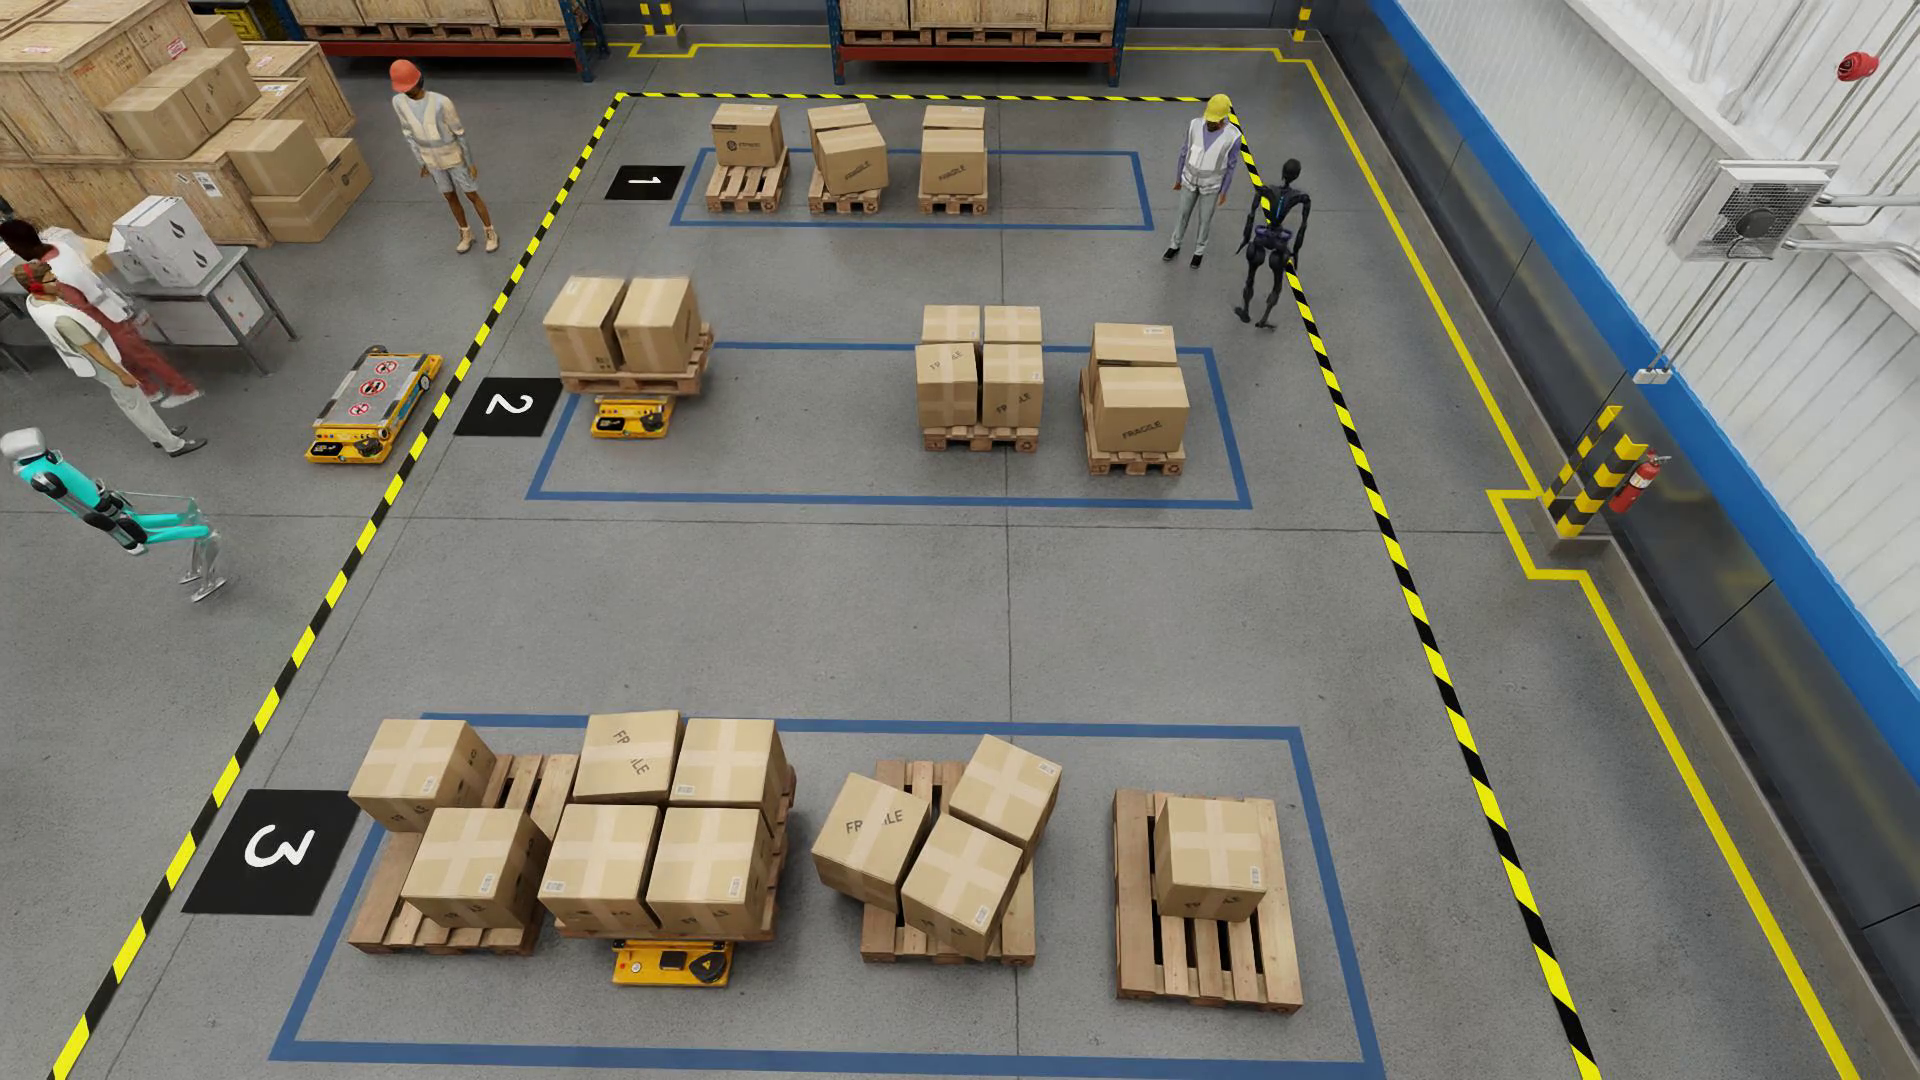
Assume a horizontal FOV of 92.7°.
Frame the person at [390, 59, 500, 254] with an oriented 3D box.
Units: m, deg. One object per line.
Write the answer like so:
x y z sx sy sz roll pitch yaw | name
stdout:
-5.378 -3.953 9.557 0.604 2.035 0.381 -1 50 -1 | person

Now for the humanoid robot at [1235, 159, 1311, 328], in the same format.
2.982 -2.805 8.822 0.603 1.646 0.467 20 53 16 | humanoid robot

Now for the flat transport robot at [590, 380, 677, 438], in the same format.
-2.976 -1.524 8.638 0.652 0.197 1.431 1 50 1 | flat transport robot

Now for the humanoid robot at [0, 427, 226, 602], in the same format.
-5.798 -0.232 6.513 0.735 1.677 0.533 -36 58 -26 | humanoid robot

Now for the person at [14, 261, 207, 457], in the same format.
-7.066 -1.441 7.558 0.563 1.837 0.389 28 55 22 | person

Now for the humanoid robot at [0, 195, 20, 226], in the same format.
-9.189 -2.819 8.790 0.783 1.780 0.532 36 59 27 | humanoid robot

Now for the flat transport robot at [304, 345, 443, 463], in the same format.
-5.383 -1.269 8.441 0.659 0.231 1.431 1 50 1 | flat transport robot

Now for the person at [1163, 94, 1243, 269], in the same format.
2.501 -3.695 9.475 0.587 1.822 0.403 24 54 19 | person

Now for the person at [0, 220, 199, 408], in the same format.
-7.475 -1.852 7.859 0.728 1.898 0.604 -26 55 -20 | person

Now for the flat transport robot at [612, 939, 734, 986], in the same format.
-1.659 1.971 5.681 0.652 0.197 1.431 1 50 1 | flat transport robot
